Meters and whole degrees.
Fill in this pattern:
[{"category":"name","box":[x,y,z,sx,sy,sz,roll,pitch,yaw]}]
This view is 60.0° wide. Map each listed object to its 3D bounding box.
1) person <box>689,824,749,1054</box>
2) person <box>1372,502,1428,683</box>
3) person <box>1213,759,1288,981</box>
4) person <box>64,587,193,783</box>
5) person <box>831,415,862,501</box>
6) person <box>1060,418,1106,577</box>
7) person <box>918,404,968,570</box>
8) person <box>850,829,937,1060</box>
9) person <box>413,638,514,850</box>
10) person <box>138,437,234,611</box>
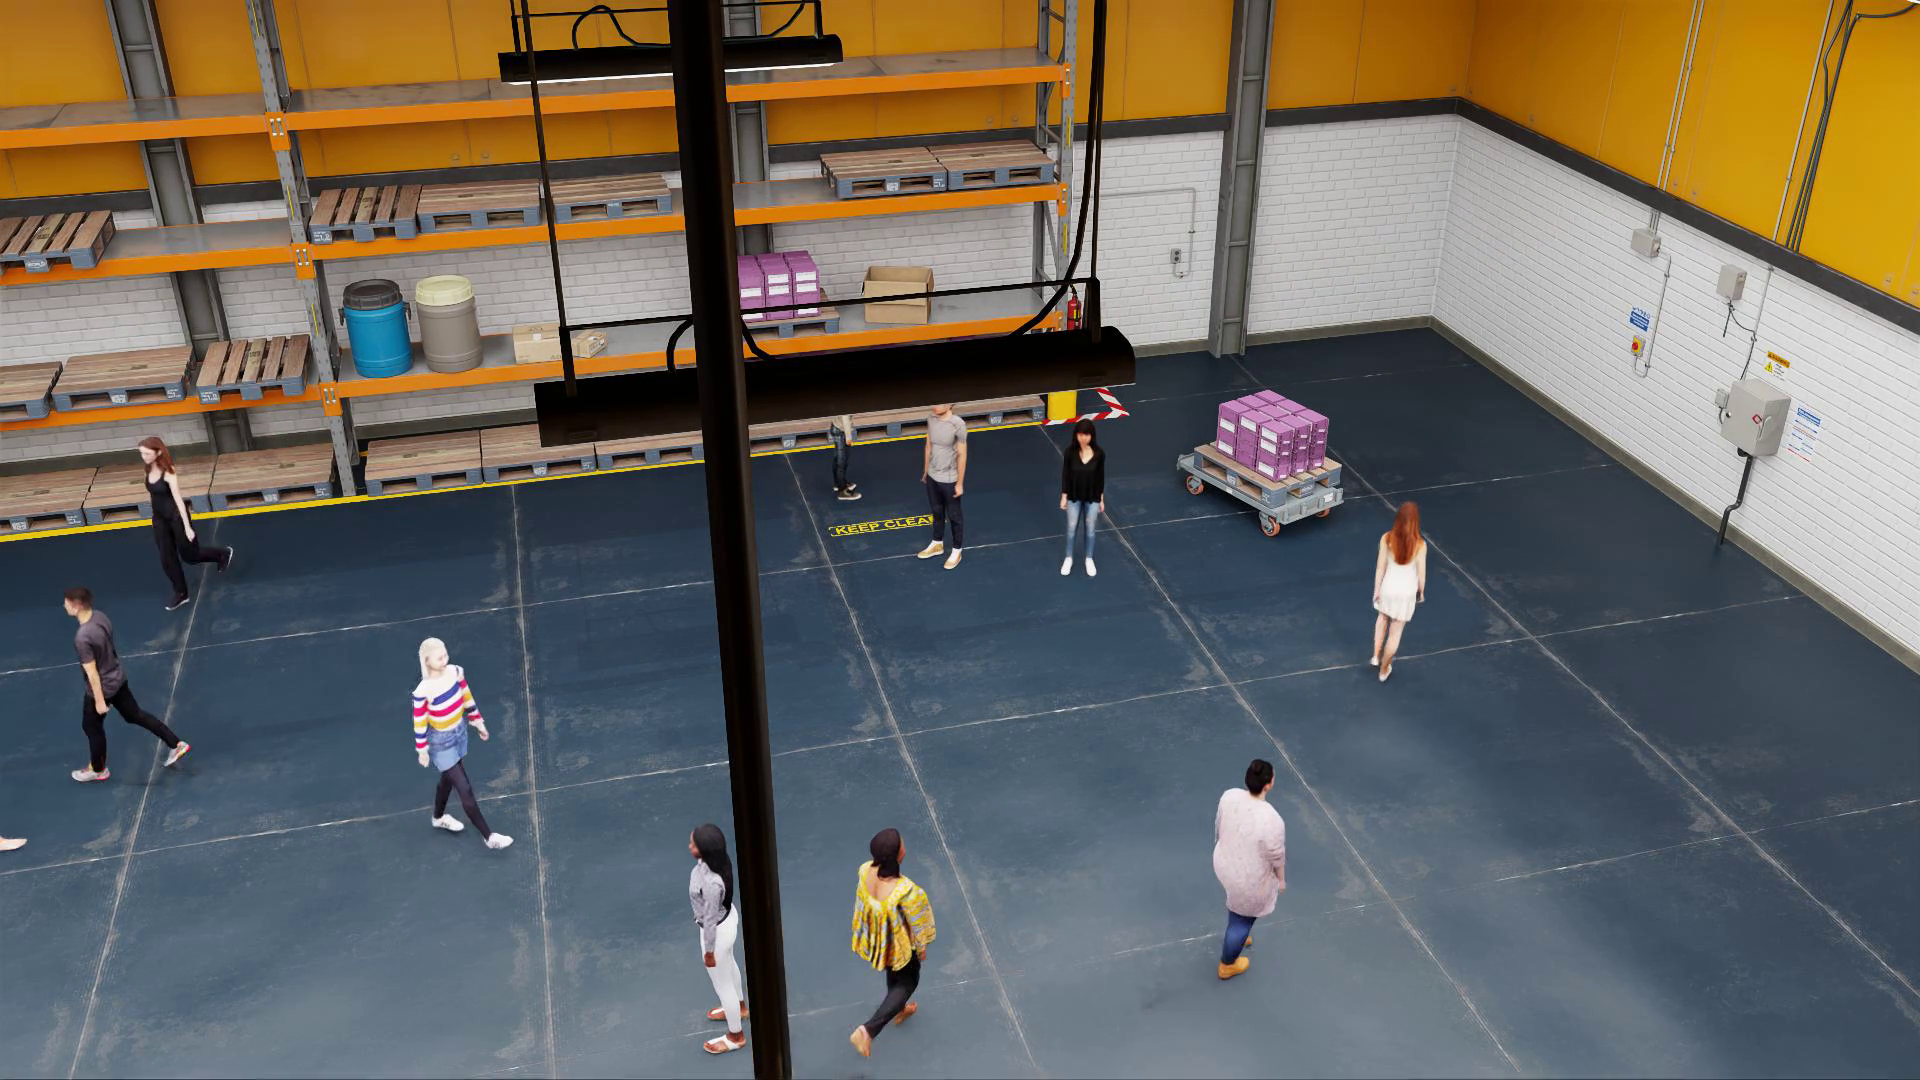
[{"category":"person","box":[-1.539,2.502,10.606,0.562,1.722,0.621,-2,29,-4]},{"category":"person","box":[3.752,0.482,14.332,0.700,1.699,0.759,16,32,27]},{"category":"person","box":[1.842,2.221,11.114,0.777,1.728,0.789,-18,33,-30]},{"category":"person","box":[-6.630,1.148,13.079,1.185,1.730,0.752,-3,29,-6]},{"category":"person","box":[-1.247,-1.148,17.567,0.486,1.463,0.554,-7,29,-12]},{"category":"person","box":[1.190,-0.429,16.059,0.551,1.645,0.695,1,29,2]},{"category":"person","box":[-0.145,-0.640,16.191,0.738,1.890,0.758,22,36,34]},{"category":"person","box":[-0.469,2.581,10.554,0.948,1.632,1.061,25,37,37]},{"category":"person","box":[-3.895,1.492,12.407,1.168,1.769,1.037,11,30,19]},{"category":"person","box":[-7.299,-0.217,15.595,1.064,1.717,1.045,11,31,19]}]
